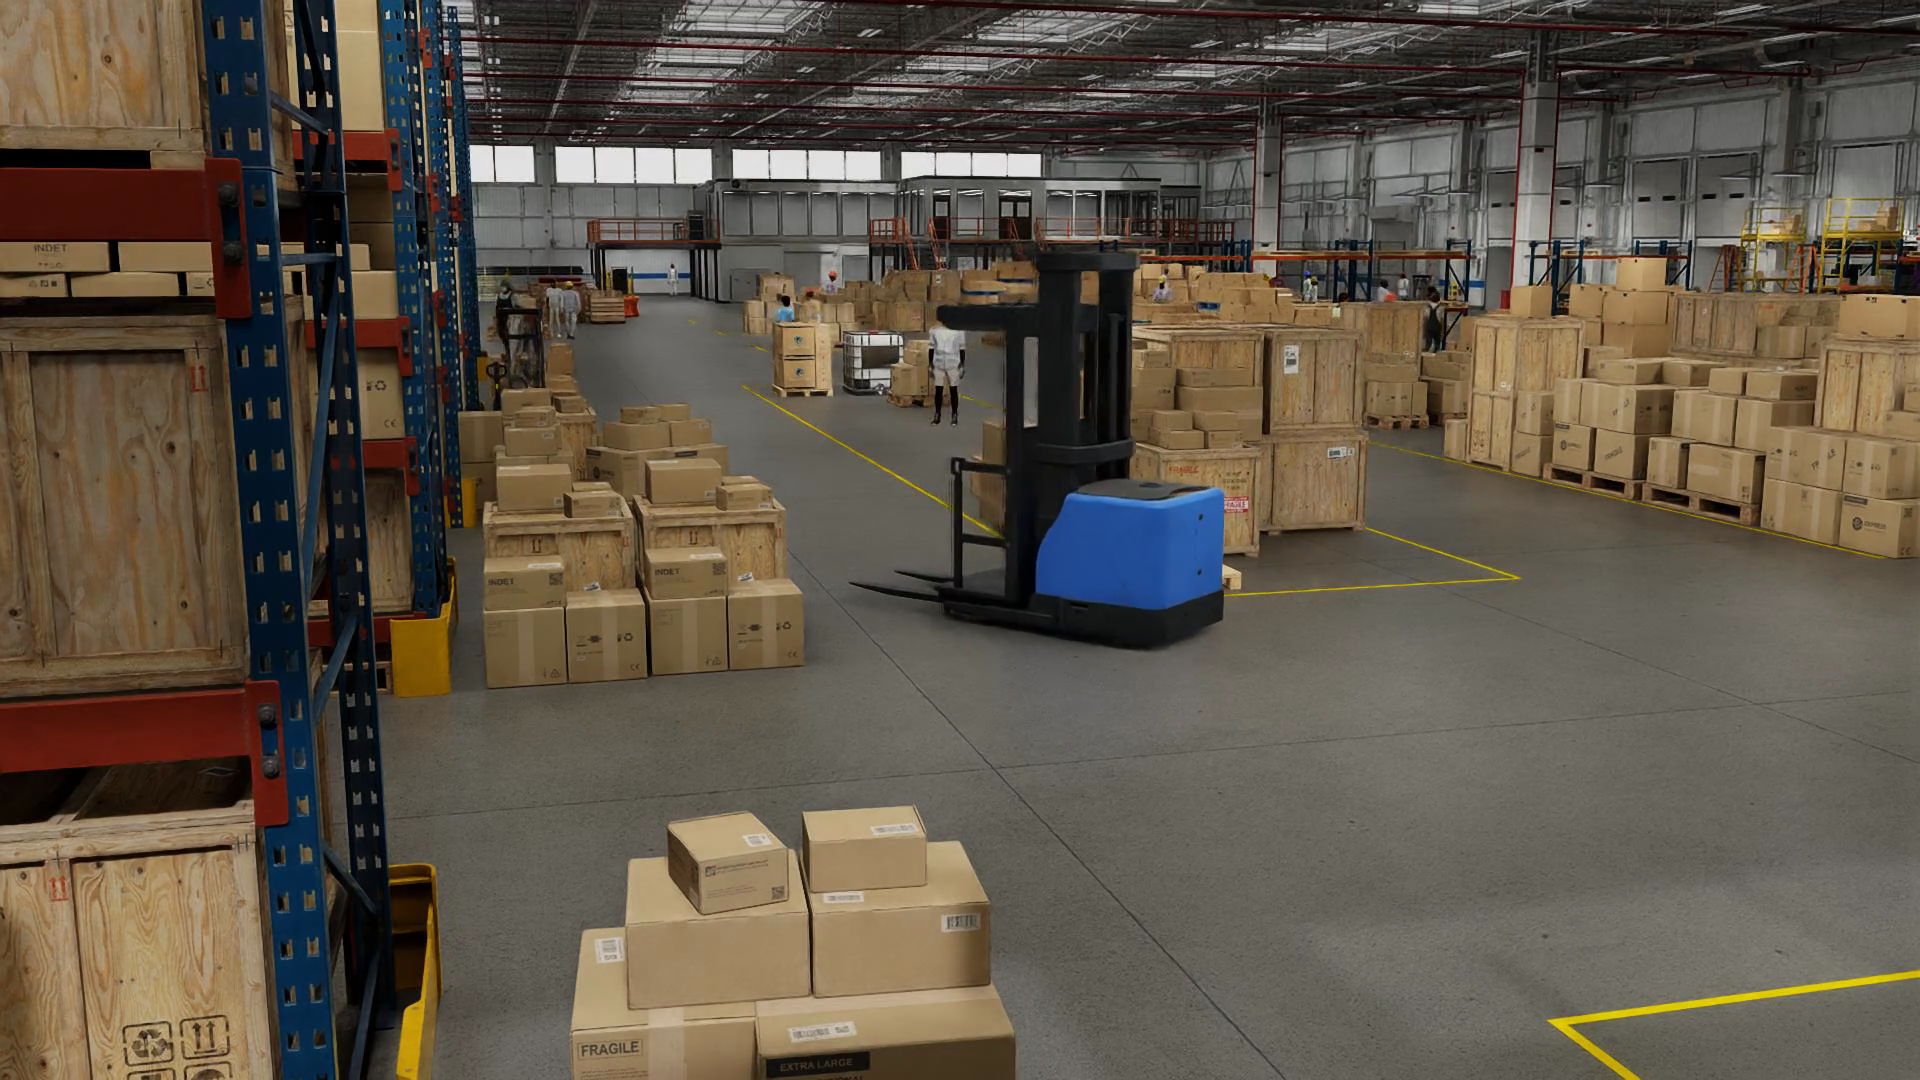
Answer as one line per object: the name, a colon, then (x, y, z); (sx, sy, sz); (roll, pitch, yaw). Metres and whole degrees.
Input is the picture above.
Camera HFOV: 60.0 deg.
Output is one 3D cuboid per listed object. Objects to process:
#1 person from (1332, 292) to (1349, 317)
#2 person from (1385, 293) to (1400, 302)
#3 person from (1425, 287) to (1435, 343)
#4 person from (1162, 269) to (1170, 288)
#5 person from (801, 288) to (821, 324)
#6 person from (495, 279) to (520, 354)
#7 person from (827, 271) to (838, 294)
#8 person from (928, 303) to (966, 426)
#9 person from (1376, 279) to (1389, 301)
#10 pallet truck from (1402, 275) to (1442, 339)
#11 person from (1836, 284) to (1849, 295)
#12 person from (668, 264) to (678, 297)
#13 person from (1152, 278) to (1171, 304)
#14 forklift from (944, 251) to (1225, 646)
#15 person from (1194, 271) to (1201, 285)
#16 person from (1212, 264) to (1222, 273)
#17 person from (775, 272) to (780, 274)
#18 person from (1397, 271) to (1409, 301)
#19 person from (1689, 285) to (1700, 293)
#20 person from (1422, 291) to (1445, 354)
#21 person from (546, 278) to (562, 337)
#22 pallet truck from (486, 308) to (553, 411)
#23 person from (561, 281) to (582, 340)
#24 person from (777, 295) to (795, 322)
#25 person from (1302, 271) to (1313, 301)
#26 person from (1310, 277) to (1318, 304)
person: (7.926, -4.200, 34.690); (0.392, 1.916, 0.587); (-4, 11, -22)
person: (9.132, -4.317, 35.435); (0.994, 1.889, 0.566); (5, 11, 27)
person: (13.905, -6.647, 49.201); (0.383, 1.679, 0.548); (0, 10, 0)
person: (8.699, -10.527, 70.472); (0.377, 1.933, 0.627); (-1, 10, -6)
person: (-3.500, -5.030, 39.506); (0.678, 1.883, 0.377); (9, 14, 42)
person: (-11.910, -5.859, 43.728); (0.693, 2.000, 0.584); (2, 10, 9)
person: (-4.410, -8.289, 57.525); (0.402, 2.036, 0.601); (0, 10, 2)
person: (-0.215, -2.788, 26.548); (0.610, 1.964, 0.366); (2, 10, 12)
person: (13.899, -7.681, 54.768); (0.985, 1.799, 0.636); (7, 12, 36)
pallet truck: (14.620, -7.324, 52.145); (0.823, 1.965, 1.885); (8, 13, 40)
person: (22.980, -5.698, 43.209); (0.899, 1.911, 0.551); (9, 13, 41)
person: (-16.322, -14.765, 94.602); (0.583, 1.882, 0.337); (-2, 10, -11)
person: (6.371, -7.368, 52.735); (0.612, 1.872, 0.976); (5, 11, 25)
forklift: (0.960, -0.754, 12.440); (1.873, 2.768, 1.129); (7, 12, 36)
person: (9.615, -9.820, 66.622); (0.592, 1.886, 0.970); (-5, 11, -25)
person: (13.639, -13.643, 88.126); (0.611, 1.945, 1.046); (5, 11, 27)
person: (-7.189, -9.610, 65.485); (0.331, 1.862, 0.506); (-10, 14, -44)
person: (17.708, -9.773, 66.391); (0.616, 1.860, 0.974); (9, 14, 42)
person: (17.966, -5.288, 40.838); (0.664, 1.915, 0.507); (5, 11, 27)
person: (11.119, -4.930, 39.120); (0.509, 1.820, 0.739); (6, 12, 30)
person: (-12.833, -7.346, 52.656); (0.521, 1.864, 0.335); (-1, 10, -6)
pallet truck: (-6.242, -2.418, 24.362); (0.823, 1.965, 1.885); (1, 10, 3)
person: (-12.043, -7.120, 51.566); (0.622, 1.783, 0.907); (-2, 10, -9)
person: (-4.271, -5.138, 40.637); (0.543, 1.681, 0.594); (8, 13, 39)
person: (13.243, -9.263, 63.270); (0.607, 1.947, 0.399); (-7, 12, -36)
person: (12.967, -8.770, 61.053); (0.297, 1.744, 0.487); (0, 10, -1)
